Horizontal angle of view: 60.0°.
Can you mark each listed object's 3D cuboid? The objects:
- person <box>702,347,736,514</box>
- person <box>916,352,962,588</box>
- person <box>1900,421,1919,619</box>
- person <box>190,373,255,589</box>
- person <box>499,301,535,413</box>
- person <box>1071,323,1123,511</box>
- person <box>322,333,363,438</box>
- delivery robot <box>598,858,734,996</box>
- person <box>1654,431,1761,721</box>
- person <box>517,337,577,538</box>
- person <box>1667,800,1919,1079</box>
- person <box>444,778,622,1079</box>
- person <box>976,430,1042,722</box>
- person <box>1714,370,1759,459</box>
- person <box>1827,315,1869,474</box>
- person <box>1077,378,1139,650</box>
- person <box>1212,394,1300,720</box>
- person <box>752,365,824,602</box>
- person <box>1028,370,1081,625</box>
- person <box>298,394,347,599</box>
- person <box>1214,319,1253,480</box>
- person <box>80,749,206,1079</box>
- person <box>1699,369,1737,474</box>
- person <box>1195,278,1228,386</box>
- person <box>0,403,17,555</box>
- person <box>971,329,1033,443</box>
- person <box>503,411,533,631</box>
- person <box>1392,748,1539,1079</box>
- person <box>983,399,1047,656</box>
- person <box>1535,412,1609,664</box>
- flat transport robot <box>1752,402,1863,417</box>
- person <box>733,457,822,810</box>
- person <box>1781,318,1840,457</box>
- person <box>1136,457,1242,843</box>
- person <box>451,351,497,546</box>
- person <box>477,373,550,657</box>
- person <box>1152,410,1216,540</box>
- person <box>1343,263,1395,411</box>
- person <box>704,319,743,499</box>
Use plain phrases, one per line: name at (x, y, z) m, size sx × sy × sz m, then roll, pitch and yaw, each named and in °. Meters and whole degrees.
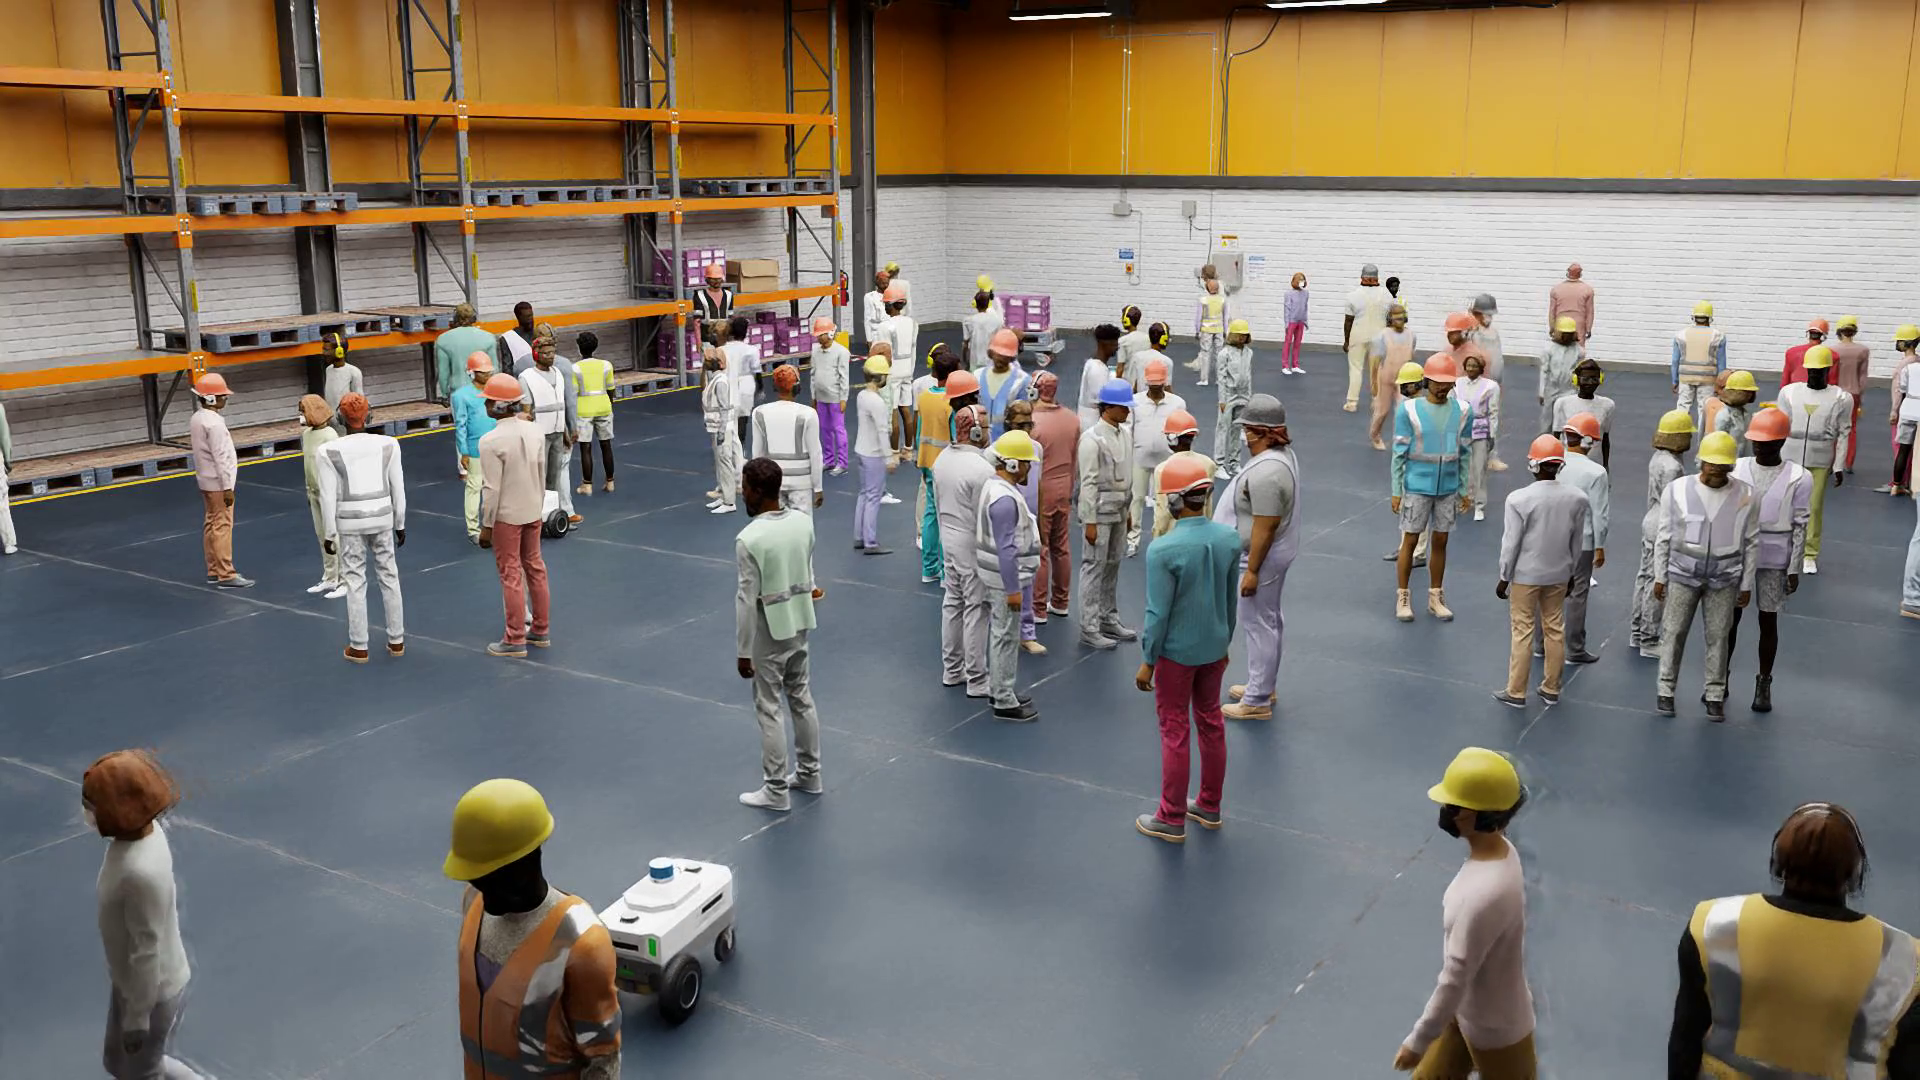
person at (-2.371, -1.079, 16.368) m, size 0.310 × 1.638 × 0.523 m, roll -4°, pitch 13°, yaw -15°
person at (-0.136, -0.569, 13.544) m, size 0.375 × 1.917 × 0.598 m, roll -9°, pitch 16°, yaw -35°
person at (7.417, -0.395, 12.617) m, size 0.381 × 1.994 × 0.622 m, roll 8°, pitch 15°, yaw 31°
person at (-6.024, -0.484, 13.535) m, size 0.333 × 1.749 × 0.575 m, roll -11°, pitch 17°, yaw -39°
person at (-4.755, -1.655, 18.248) m, size 0.392 × 1.922 × 0.591 m, roll 9°, pitch 16°, yaw 35°
person at (1.312, -1.071, 15.656) m, size 0.418 × 1.943 × 0.598 m, roll 1°, pitch 13°, yaw 5°
person at (-5.769, -1.009, 15.565) m, size 0.517 × 1.869 × 0.328 m, roll 8°, pitch 15°, yaw 32°
delivery robot at (-1.247, 1.580, 7.001) m, size 0.477 × 0.478 × 0.707 m, roll 5°, pitch 14°, yaw 20°
person at (4.622, 0.220, 10.333) m, size 0.595 × 1.824 × 0.403 m, roll 5°, pitch 14°, yaw 20°
person at (-3.839, -0.960, 15.395) m, size 0.384 × 1.845 × 0.569 m, roll 6°, pitch 14°, yaw 24°
person at (2.213, 1.586, 4.444) m, size 0.636 × 1.812 × 0.792 m, roll 8°, pitch 15°, yaw 31°
person at (-1.146, 1.532, 4.431) m, size 0.585 × 1.918 × 0.381 m, roll 10°, pitch 16°, yaw 38°
person at (0.304, 0.220, 10.347) m, size 0.404 × 1.819 × 0.592 m, roll 0°, pitch 13°, yaw -1°
person at (6.383, -0.538, 13.791) m, size 0.487 × 1.744 × 0.312 m, roll -12°, pitch 18°, yaw -43°
person at (9.731, -1.597, 18.373) m, size 0.572 × 1.762 × 0.340 m, roll -1°, pitch 13°, yaw -3°
person at (1.058, -0.189, 11.853) m, size 0.416 × 1.940 × 0.607 m, roll 9°, pitch 16°, yaw 34°
person at (1.826, 0.097, 10.385) m, size 0.536 × 2.000 × 0.676 m, roll 5°, pitch 14°, yaw 19°
person at (-1.334, -0.431, 13.022) m, size 0.572 × 1.882 × 0.356 m, roll 4°, pitch 14°, yaw 16°
person at (0.609, -0.320, 12.485) m, size 0.406 × 1.910 × 0.638 m, roll 12°, pitch 17°, yaw 41°
person at (-5.074, -0.353, 13.248) m, size 0.494 × 1.625 × 0.282 m, roll 12°, pitch 17°, yaw 41°
person at (3.007, -1.537, 18.125) m, size 0.485 × 1.744 × 0.308 m, roll -9°, pitch 16°, yaw -34°
person at (-2.647, 1.449, 5.421) m, size 0.458 × 1.619 × 0.521 m, roll -8°, pitch 15°, yaw -32°
person at (6.700, -0.687, 14.665) m, size 0.310 × 1.638 × 0.523 m, roll -3°, pitch 13°, yaw -12°
person at (3.853, -3.172, 25.447) m, size 0.523 × 1.638 × 0.308 m, roll -3°, pitch 13°, yaw -13°
person at (-8.542, -0.649, 14.500) m, size 0.514 × 1.641 × 0.307 m, roll -10°, pitch 16°, yaw -36°
person at (0.276, -0.824, 14.440) m, size 0.733 × 2.011 × 0.610 m, roll 7°, pitch 15°, yaw 27°
person at (-3.242, -0.129, 12.238) m, size 0.311 × 1.643 × 0.522 m, roll 0°, pitch 13°, yaw -2°
person at (1.615, 1.471, 5.132) m, size 0.952 × 1.718 × 0.523 m, roll 3°, pitch 13°, yaw 14°
person at (0.382, -0.071, 11.569) m, size 0.511 × 1.838 × 0.351 m, roll -9°, pitch 16°, yaw -35°
person at (4.238, -0.015, 11.519) m, size 0.338 × 1.742 × 0.563 m, roll -9°, pitch 16°, yaw -35°
flat transport robot at (11.343, -1.744, 22.247) m, size 1.431 × 0.197 × 0.652 m, roll -7°, pitch 15°, yaw -29°
person at (-0.978, 0.504, 8.922) m, size 0.396 × 1.910 × 0.597 m, roll 8°, pitch 15°, yaw 31°
person at (9.296, -1.558, 18.220) m, size 0.577 × 1.738 × 0.354 m, roll 10°, pitch 16°, yaw 37°
person at (1.154, 0.559, 8.502) m, size 0.609 × 1.986 × 0.390 m, roll -9°, pitch 16°, yaw -35°
person at (-4.310, -0.837, 15.064) m, size 0.326 × 1.752 × 0.559 m, roll 8°, pitch 15°, yaw 31°
person at (-3.135, -0.173, 11.653) m, size 0.372 × 1.997 × 0.611 m, roll 6°, pitch 14°, yaw 25°
person at (1.518, -0.037, 11.593) m, size 0.572 × 1.749 × 0.340 m, roll -11°, pitch 17°, yaw -40°
person at (5.582, -2.792, 22.915) m, size 0.682 × 2.000 × 0.537 m, roll -1°, pitch 13°, yaw -5°
person at (-2.431, -1.336, 17.027) m, size 0.343 × 1.847 × 0.506 m, roll 6°, pitch 14°, yaw 24°
